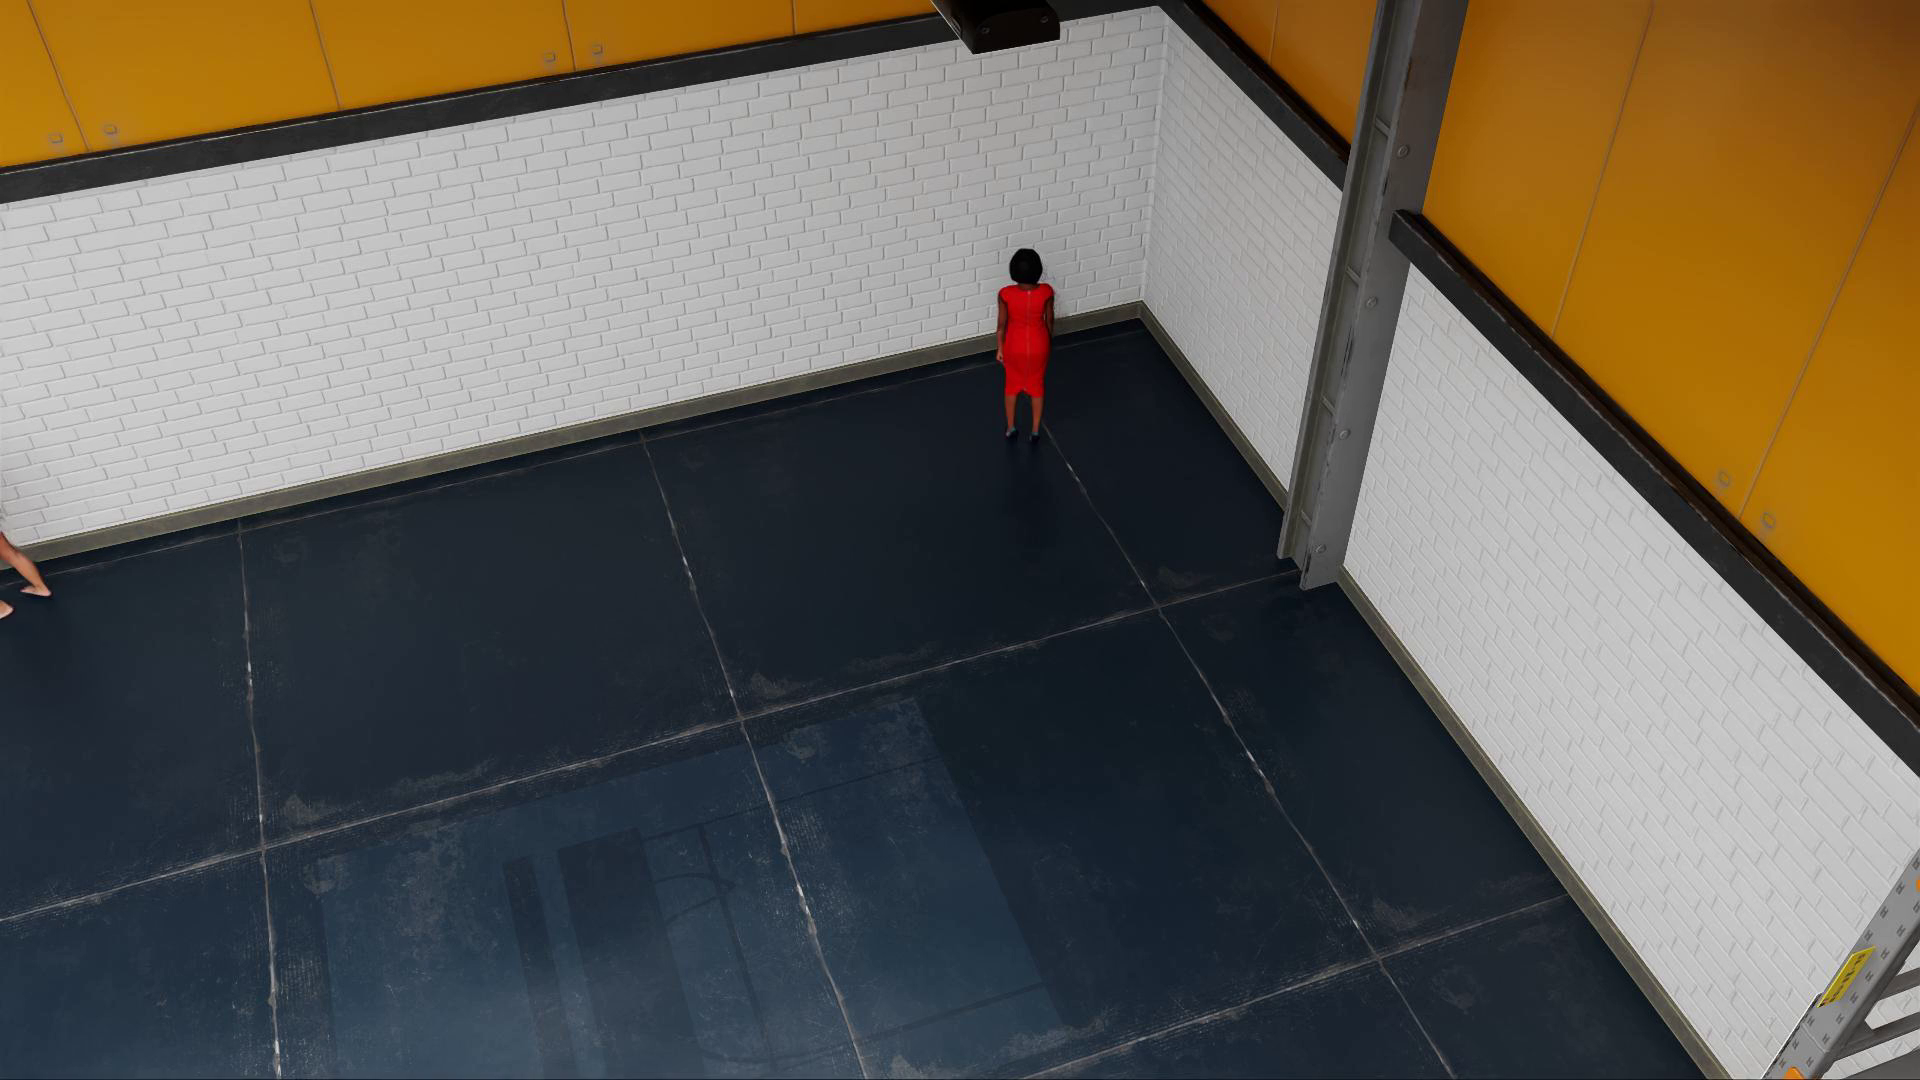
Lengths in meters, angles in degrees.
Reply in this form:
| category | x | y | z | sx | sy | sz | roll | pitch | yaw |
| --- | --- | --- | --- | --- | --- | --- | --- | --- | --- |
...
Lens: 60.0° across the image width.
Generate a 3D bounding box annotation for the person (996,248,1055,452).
| category | x | y | z | sx | sy | sz | roll | pitch | yaw |
| --- | --- | --- | --- | --- | --- | --- | --- | --- | --- |
| person | 0.514 | -1.391 | 12.319 | 0.654 | 1.741 | 0.665 | -3 | 44 | -3 |
